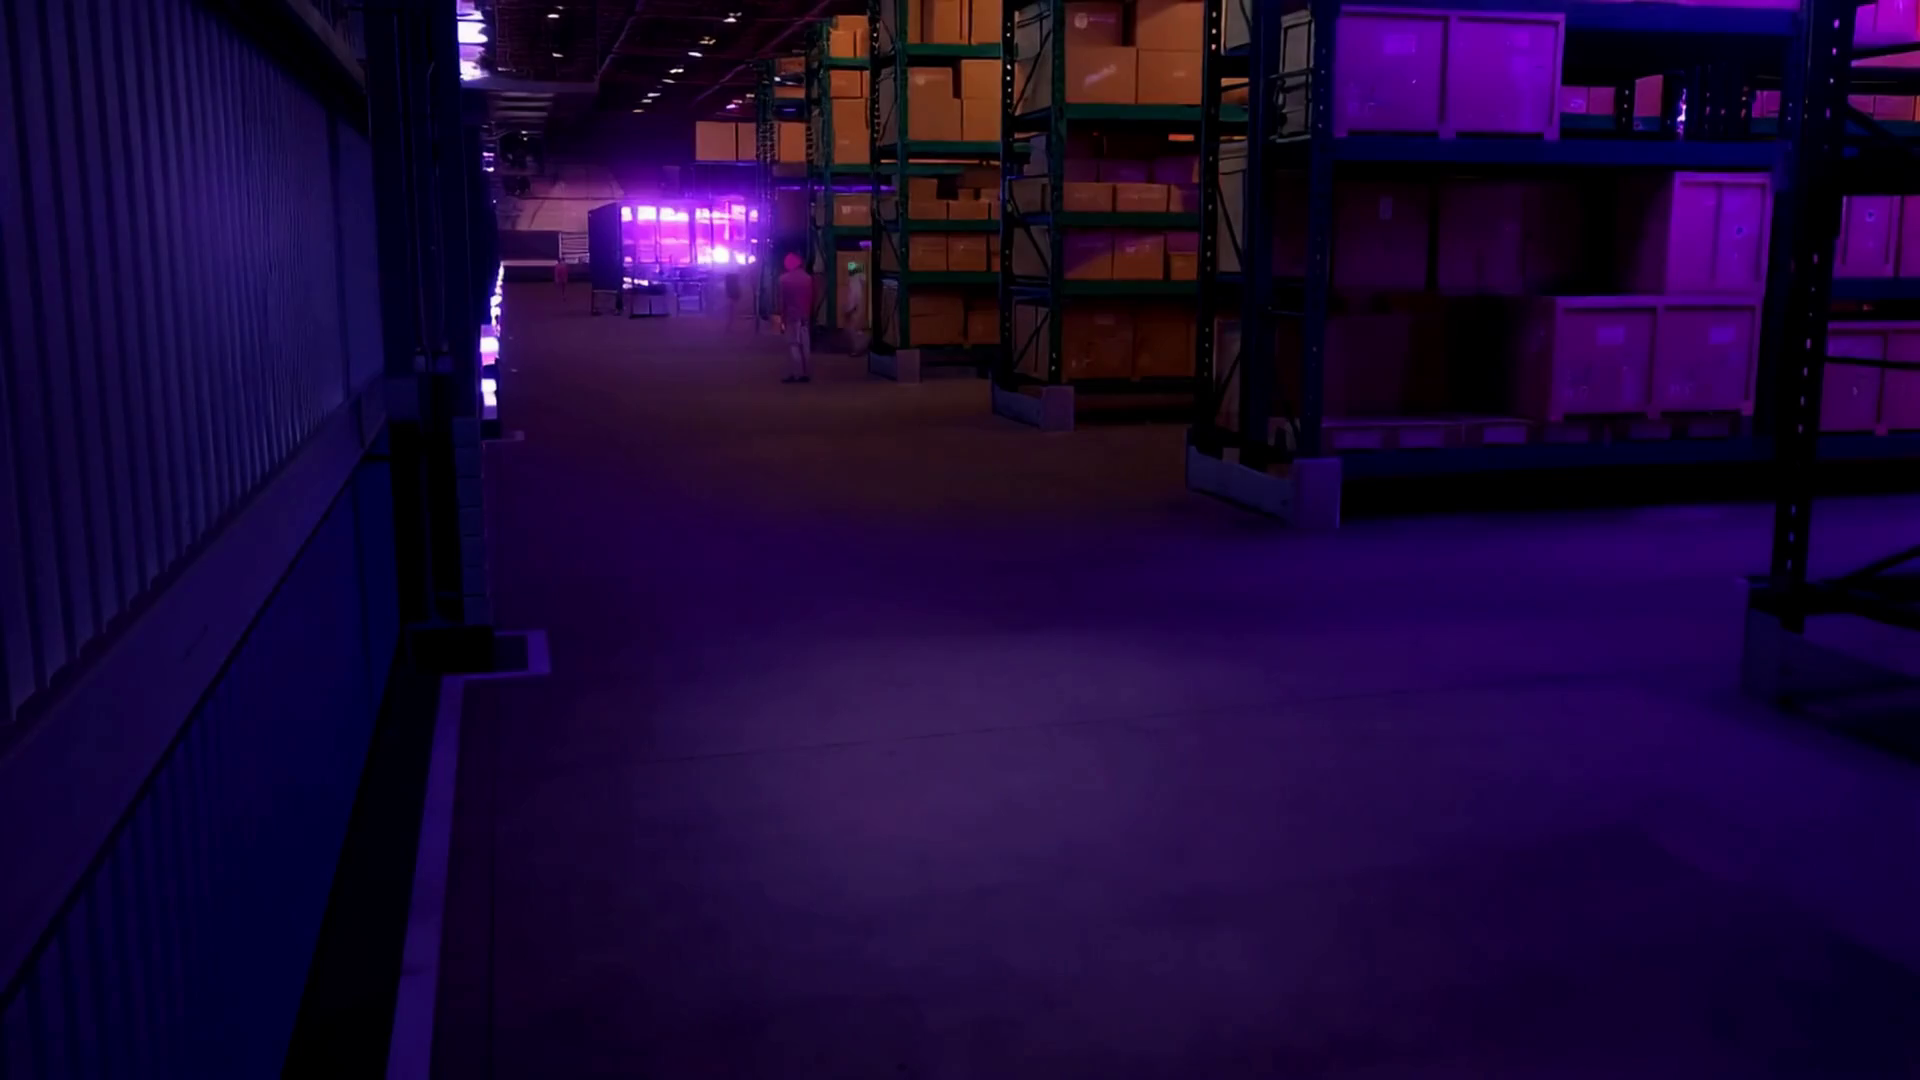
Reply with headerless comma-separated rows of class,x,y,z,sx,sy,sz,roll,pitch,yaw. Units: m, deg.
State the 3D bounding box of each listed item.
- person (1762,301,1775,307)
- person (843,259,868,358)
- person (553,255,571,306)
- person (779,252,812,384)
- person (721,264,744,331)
person,8.419,-1.968,17.285,0.907,1.896,0.594,-4,11,-22
person,-1.890,-4.205,30.238,0.451,1.801,0.596,1,10,7
person,-13.467,-8.776,56.301,0.575,1.733,0.541,-3,10,-16
person,-2.447,-3.286,24.652,0.350,1.935,0.635,7,12,35
person,-5.437,-5.807,39.898,0.509,1.584,0.881,6,12,31
